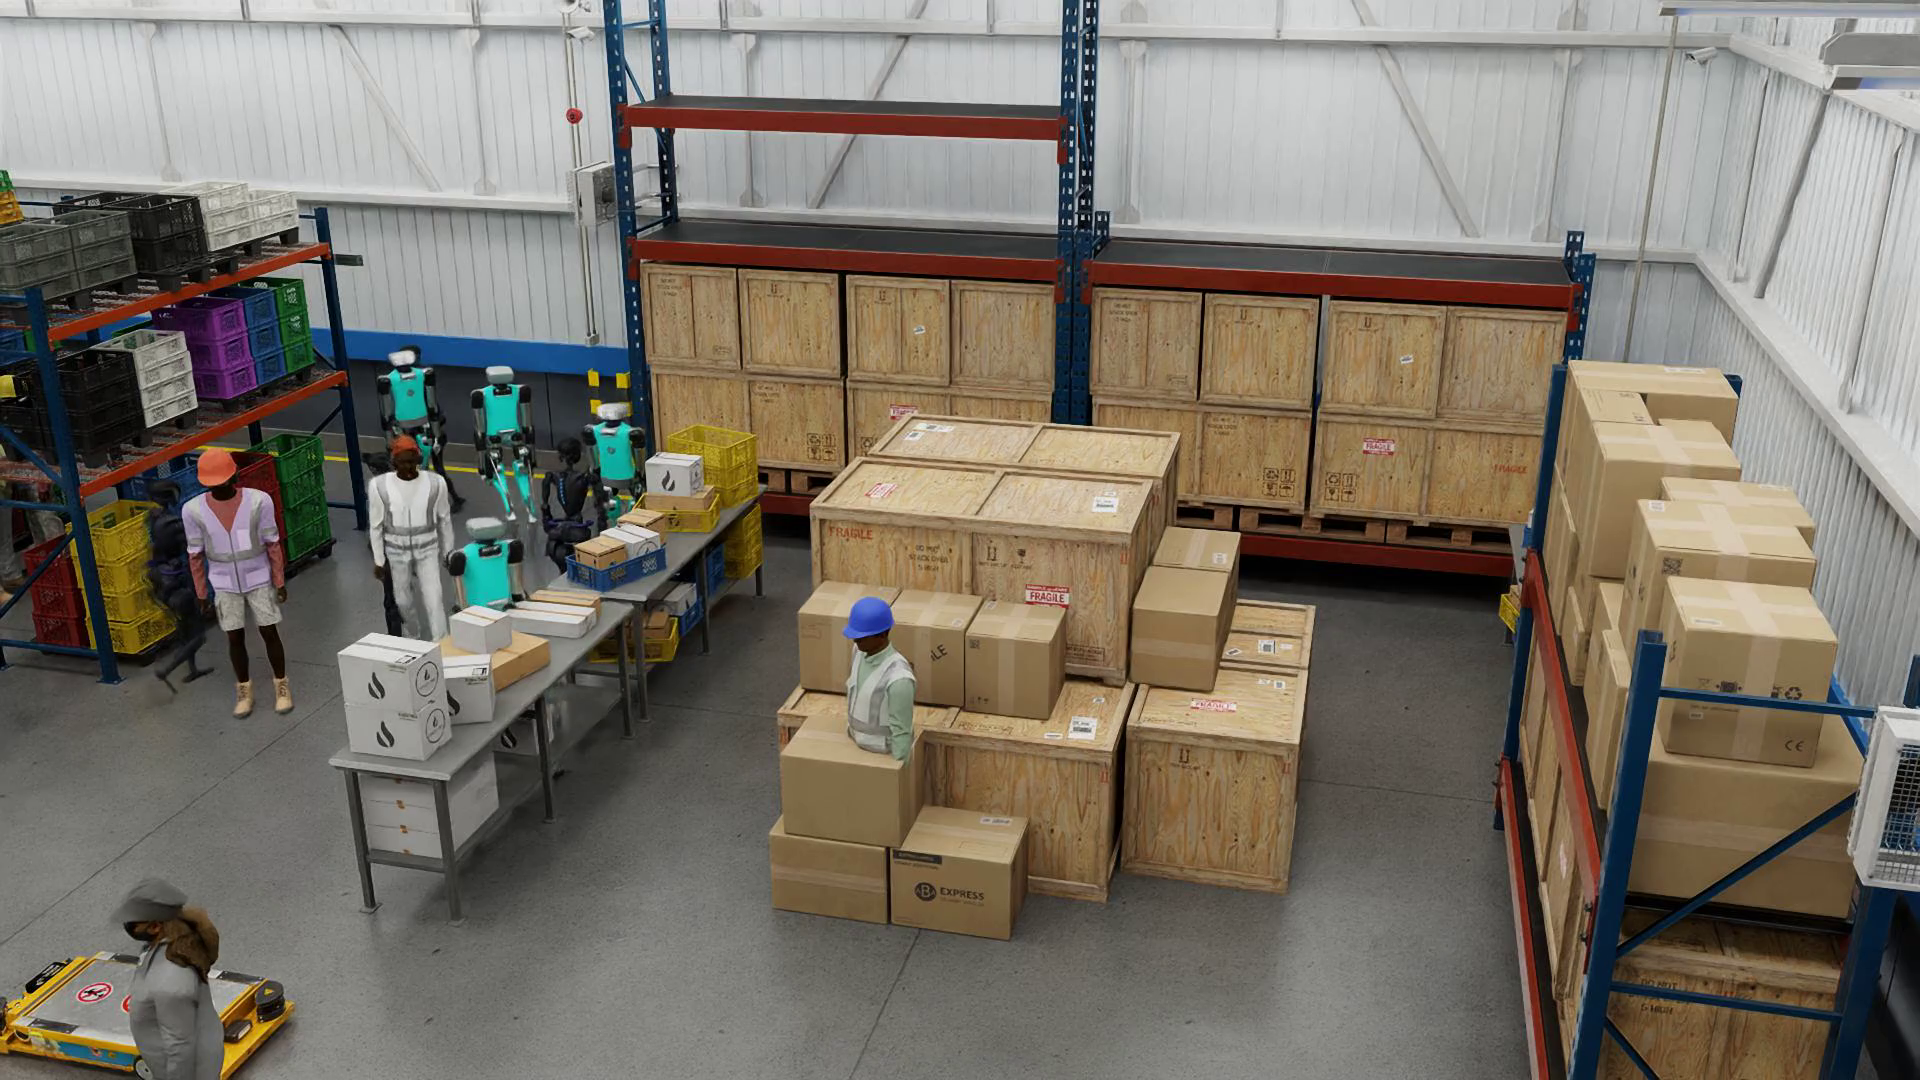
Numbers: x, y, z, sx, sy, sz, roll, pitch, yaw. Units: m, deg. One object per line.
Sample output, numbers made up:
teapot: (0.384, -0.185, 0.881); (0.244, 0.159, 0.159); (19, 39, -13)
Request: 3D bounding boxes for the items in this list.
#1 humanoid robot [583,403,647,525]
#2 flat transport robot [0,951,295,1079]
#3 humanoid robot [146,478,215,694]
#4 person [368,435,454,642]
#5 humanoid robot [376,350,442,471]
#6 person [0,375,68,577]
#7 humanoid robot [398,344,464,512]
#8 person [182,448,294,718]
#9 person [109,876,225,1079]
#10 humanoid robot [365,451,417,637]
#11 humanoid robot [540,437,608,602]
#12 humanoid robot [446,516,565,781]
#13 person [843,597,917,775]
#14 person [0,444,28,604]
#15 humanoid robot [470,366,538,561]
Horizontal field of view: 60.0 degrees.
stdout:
humanoid robot: (-2.753, -0.363, 13.901); (0.535, 1.747, 0.709); (4, 21, 10)
flat transport robot: (-4.270, 2.464, 8.601); (1.431, 0.231, 0.659); (5, 22, 13)
humanoid robot: (-5.818, 0.331, 12.225); (0.600, 1.648, 0.505); (16, 26, 35)
person: (-4.116, 0.099, 12.551); (0.585, 1.861, 0.728); (-5, 22, -14)
humanoid robot: (-5.141, -0.926, 15.483); (0.550, 1.821, 0.791); (-13, 24, -30)
person: (-7.956, -0.525, 14.227); (0.586, 1.833, 0.404); (16, 26, 36)
humanoid robot: (-5.085, -1.084, 15.901); (0.609, 1.633, 0.406); (19, 28, 41)
person: (-5.106, 0.306, 11.790); (0.609, 2.031, 0.405); (-6, 22, -16)
person: (-3.310, 2.216, 7.146); (0.399, 1.769, 0.563); (-9, 23, -23)
humanoid robot: (-4.359, 0.116, 12.750); (0.315, 1.657, 0.599); (-10, 23, -24)
humanoid robot: (-3.039, 0.007, 13.065); (0.598, 1.642, 0.394); (7, 22, 18)
humanoid robot: (-2.917, 0.794, 11.003); (0.571, 1.811, 0.923); (-19, 28, -41)
person: (-0.466, 1.214, 9.539); (0.411, 1.939, 0.602); (-11, 23, -26)
person: (-8.096, -0.387, 13.856); (0.429, 1.843, 0.631); (1, 21, 2)
humanoid robot: (-3.897, -0.560, 14.570); (0.546, 1.868, 0.739); (-12, 24, -29)
